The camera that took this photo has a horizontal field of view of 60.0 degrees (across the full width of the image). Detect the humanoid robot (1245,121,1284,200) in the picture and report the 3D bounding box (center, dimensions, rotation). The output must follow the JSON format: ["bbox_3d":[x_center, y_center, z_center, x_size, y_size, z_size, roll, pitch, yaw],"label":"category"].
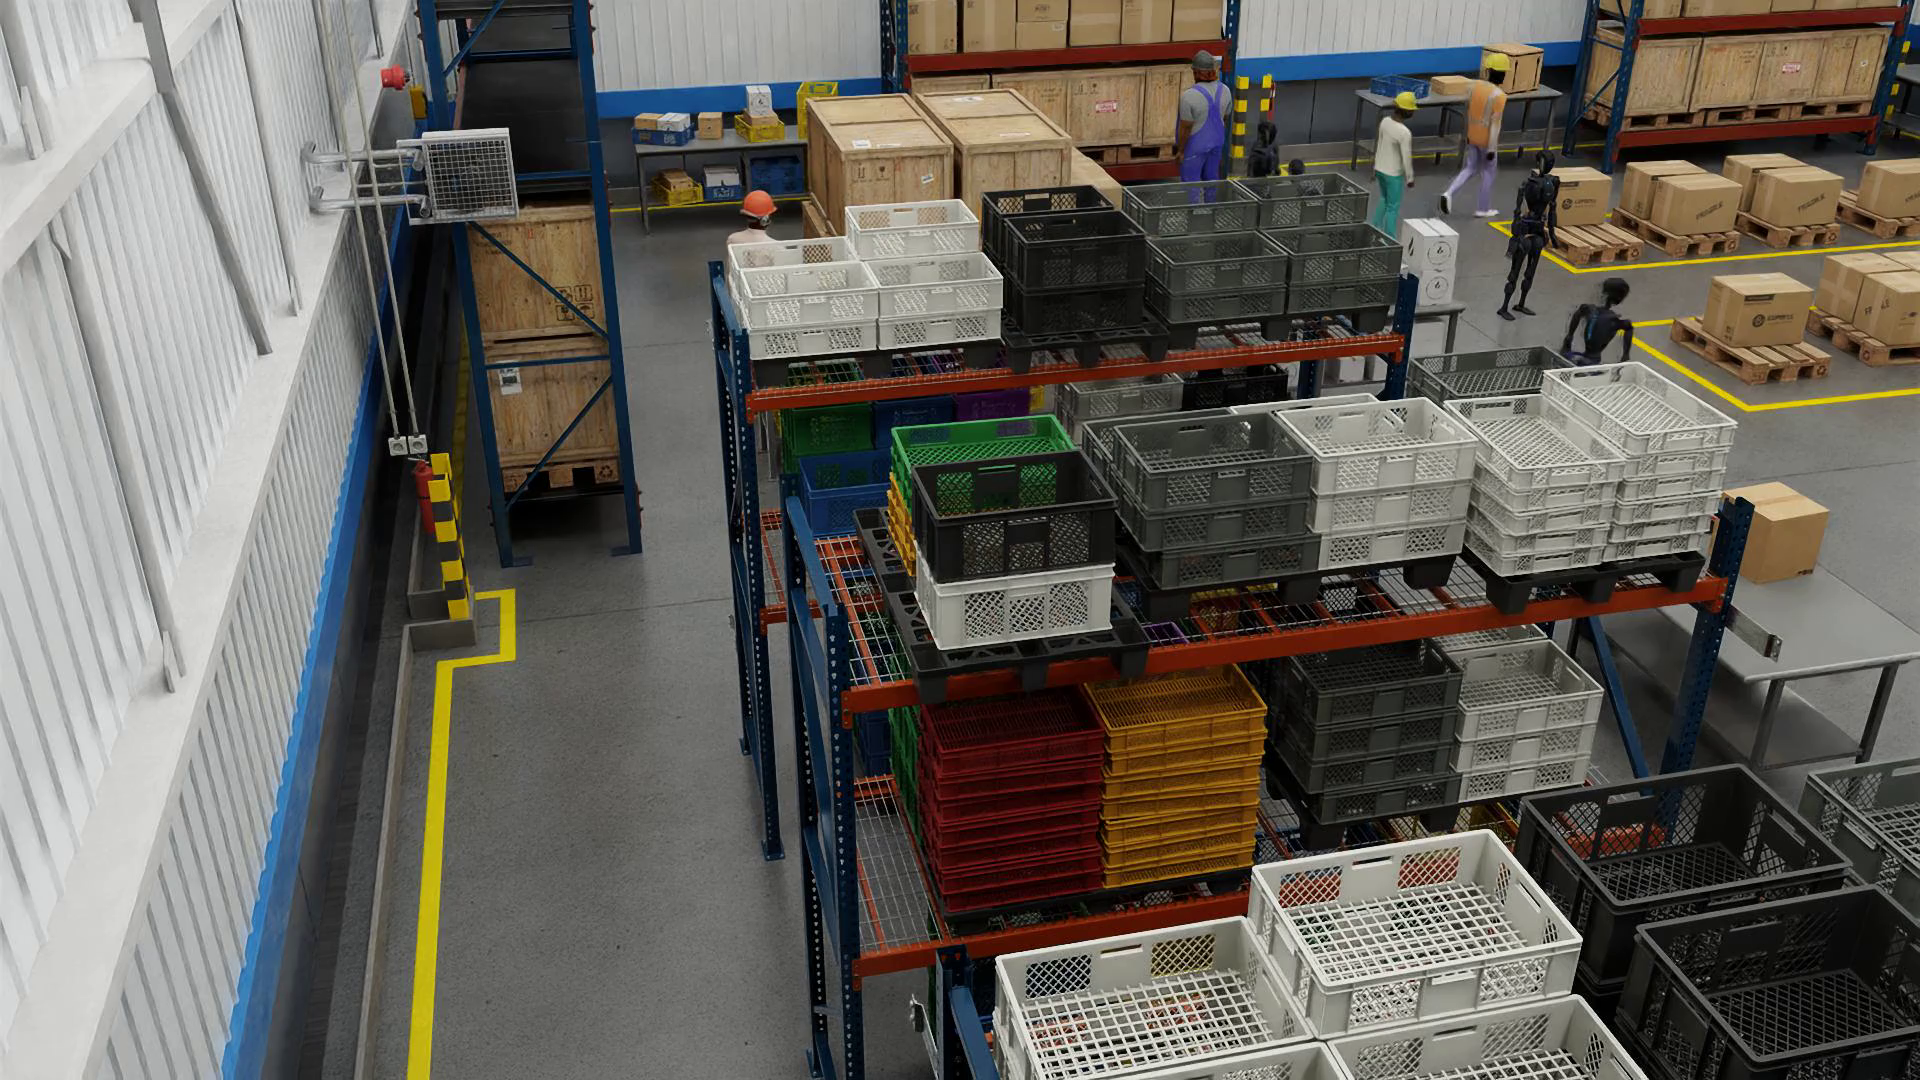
[{"bbox_3d":[3.144,-3.496,17.167,0.445,1.650,0.596,19,33,32],"label":"humanoid robot"}]

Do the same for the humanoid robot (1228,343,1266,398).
[{"bbox_3d":[1.946,-0.596,11.669,0.375,1.651,0.612,11,30,20],"label":"humanoid robot"}]

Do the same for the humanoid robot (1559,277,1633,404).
[{"bbox_3d":[4.857,-1.253,12.963,0.727,1.618,0.590,-15,31,-27],"label":"humanoid robot"}]

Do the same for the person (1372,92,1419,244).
[{"bbox_3d":[4.710,-3.983,18.004,0.399,1.748,0.534,-8,29,-15],"label":"person"}]

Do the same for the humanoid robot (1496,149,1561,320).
[{"bbox_3d":[5.556,-2.971,16.160,0.610,1.656,0.315,-15,31,-26],"label":"humanoid robot"}]

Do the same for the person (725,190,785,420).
[{"bbox_3d":[-1.647,-1.921,13.841,0.611,1.995,0.389,16,32,28],"label":"person"}]

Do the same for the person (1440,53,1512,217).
[{"bbox_3d":[5.956,-4.611,19.036,0.691,1.900,0.593,-12,30,-22],"label":"person"}]

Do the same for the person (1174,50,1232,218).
[{"bbox_3d":[2.636,-4.413,18.520,0.675,2.000,0.537,-17,32,-29],"label":"person"}]

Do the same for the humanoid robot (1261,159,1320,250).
[{"bbox_3d":[3.135,-2.816,15.870,0.563,1.654,0.356,4,28,7],"label":"humanoid robot"}]
